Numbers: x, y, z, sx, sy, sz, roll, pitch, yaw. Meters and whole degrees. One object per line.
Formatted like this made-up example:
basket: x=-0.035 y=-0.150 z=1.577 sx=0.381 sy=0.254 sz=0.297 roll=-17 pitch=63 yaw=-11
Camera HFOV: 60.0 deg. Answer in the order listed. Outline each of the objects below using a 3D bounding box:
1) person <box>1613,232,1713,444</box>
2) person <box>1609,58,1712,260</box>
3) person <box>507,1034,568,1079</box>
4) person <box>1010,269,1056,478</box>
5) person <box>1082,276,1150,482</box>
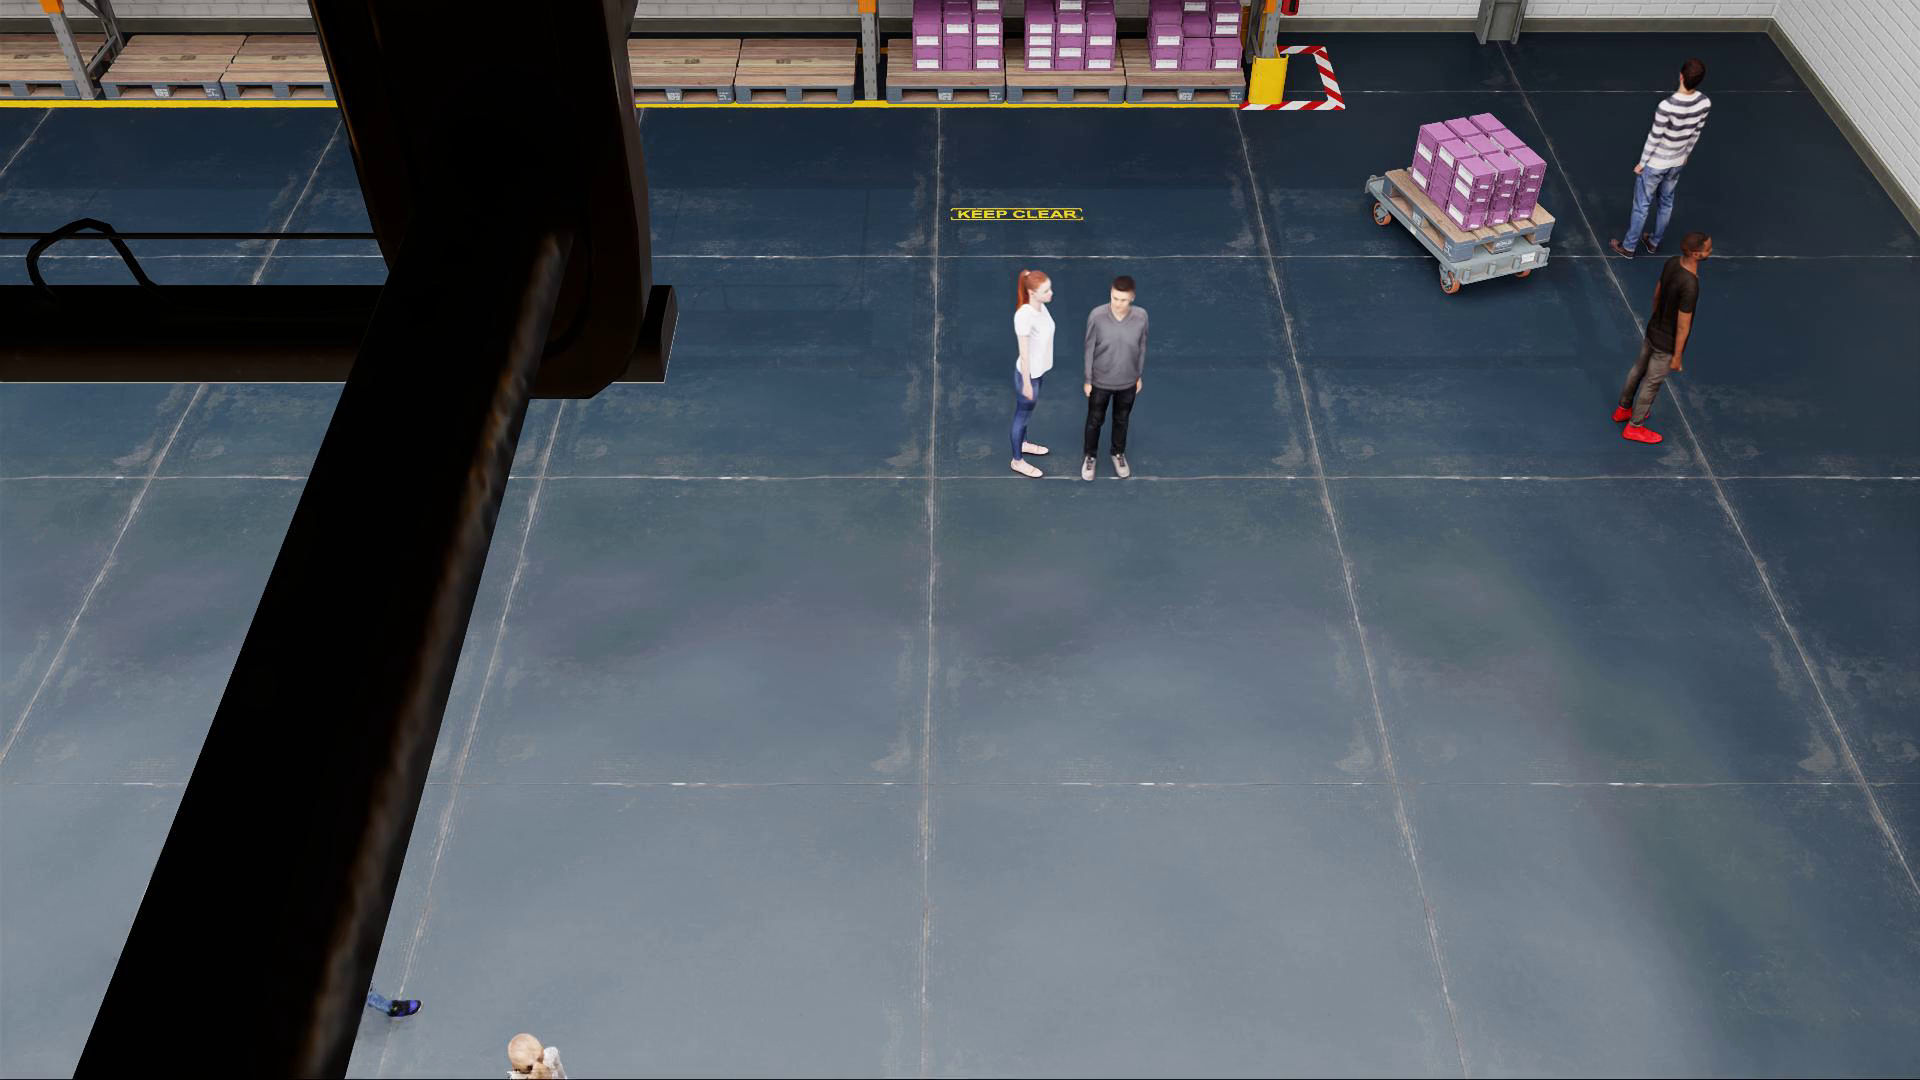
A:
person: x=5.327 y=-1.550 z=12.584 sx=0.530 sy=1.806 sz=0.639 roll=-2 pitch=44 yaw=-2
person: x=6.096 y=-3.289 z=14.374 sx=0.570 sy=1.854 sz=0.763 roll=-11 pitch=45 yaw=-11
person: x=-2.056 y=2.872 z=8.333 sx=0.735 sy=1.266 sz=0.667 roll=29 pitch=51 yaw=27
person: x=0.508 y=-1.258 z=12.327 sx=0.610 sy=1.737 sz=0.622 roll=12 pitch=45 yaw=12
person: x=1.134 y=-1.204 z=12.253 sx=0.487 sy=1.761 sz=0.689 roll=-4 pitch=44 yaw=-4
